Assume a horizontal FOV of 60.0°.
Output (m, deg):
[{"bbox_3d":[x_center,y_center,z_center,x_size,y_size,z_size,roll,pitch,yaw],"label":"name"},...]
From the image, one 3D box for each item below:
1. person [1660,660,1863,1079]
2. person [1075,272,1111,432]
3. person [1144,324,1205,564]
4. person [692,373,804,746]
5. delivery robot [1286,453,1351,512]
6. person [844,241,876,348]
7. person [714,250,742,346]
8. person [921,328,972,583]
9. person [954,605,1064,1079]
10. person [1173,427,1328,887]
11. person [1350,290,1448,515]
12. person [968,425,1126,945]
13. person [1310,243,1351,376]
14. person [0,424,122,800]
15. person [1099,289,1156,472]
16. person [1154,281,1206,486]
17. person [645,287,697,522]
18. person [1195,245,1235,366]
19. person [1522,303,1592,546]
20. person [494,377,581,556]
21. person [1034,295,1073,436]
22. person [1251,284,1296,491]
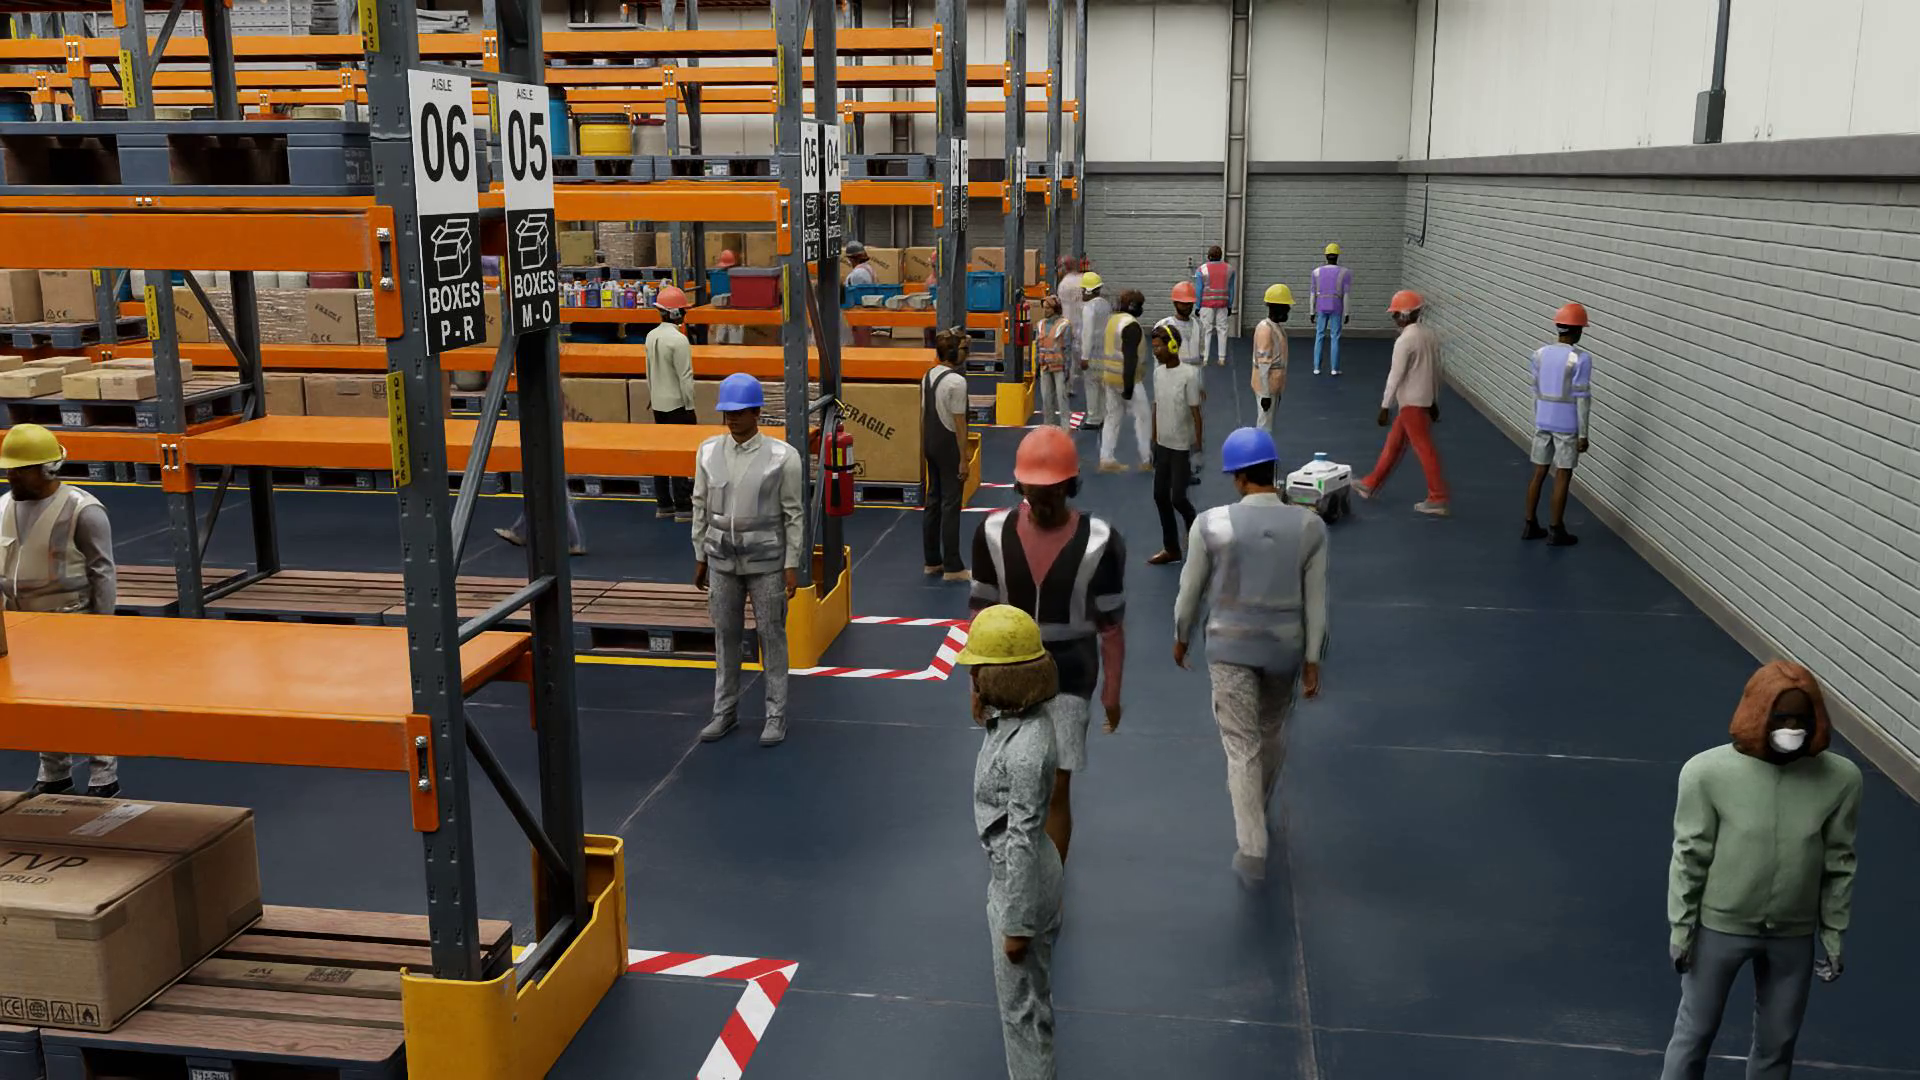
[{"bbox_3d":[2.274,1.122,4.760,0.495,1.625,0.289,1,13,5],"label":"person"},{"bbox_3d":[1.516,-2.156,19.108,0.404,1.826,0.595,6,14,25],"label":"person"},{"bbox_3d":[1.672,-0.702,12.513,0.517,1.837,0.557,-7,14,-30],"label":"person"},{"bbox_3d":[-1.105,0.102,8.617,0.603,1.949,0.389,3,13,15],"label":"person"},{"bbox_3d":[3.097,-0.509,14.331,0.477,0.478,0.707,8,15,34],"label":"delivery robot"},{"bbox_3d":[-1.424,-3.081,22.781,0.537,2.000,0.679,2,13,11],"label":"person"},{"bbox_3d":[-3.170,-3.005,22.760,0.596,1.899,0.489,7,14,28],"label":"person"},{"bbox_3d":[-0.094,-0.614,12.087,0.348,1.846,0.506,-8,15,-32],"label":"person"},{"bbox_3d":[0.144,1.031,4.917,0.320,1.738,0.486,0,12,1],"label":"person"},{"bbox_3d":[1.236,0.460,7.173,0.601,1.878,0.970,-2,13,-9],"label":"person"},{"bbox_3d":[3.880,-1.215,14.605,1.039,1.925,0.633,8,15,33],"label":"person"},{"bbox_3d":[0.359,0.518,6.602,0.616,2.021,0.889,4,13,17],"label":"person"},{"bbox_3d":[5.427,-3.375,24.390,0.588,1.919,0.389,7,14,28],"label":"person"},{"bbox_3d":[-4.196,0.367,7.696,0.603,1.828,0.404,3,13,15],"label":"person"},{"bbox_3d":[1.740,-1.569,16.476,0.813,1.808,0.634,-4,13,-16],"label":"person"},{"bbox_3d":[2.098,-1.473,15.754,0.551,1.936,0.356,-6,14,-24],"label":"person"},{"bbox_3d":[-2.436,-1.152,14.179,0.376,1.995,0.609,-11,17,-41],"label":"person"},{"bbox_3d":[3.895,-3.592,25.545,0.627,1.844,0.429,-2,13,-9],"label":"person"},{"bbox_3d":[4.807,-0.920,13.282,0.380,1.928,0.543,-7,14,-29],"label":"person"},{"bbox_3d":[-3.331,-0.738,12.890,0.852,1.724,0.548,3,13,12],"label":"person"},{"bbox_3d":[1.026,-1.866,18.232,0.525,1.631,0.320,12,17,43],"label":"person"},{"bbox_3d":[2.929,-1.432,15.594,0.381,1.924,0.593,4,13,19],"label":"person"}]
